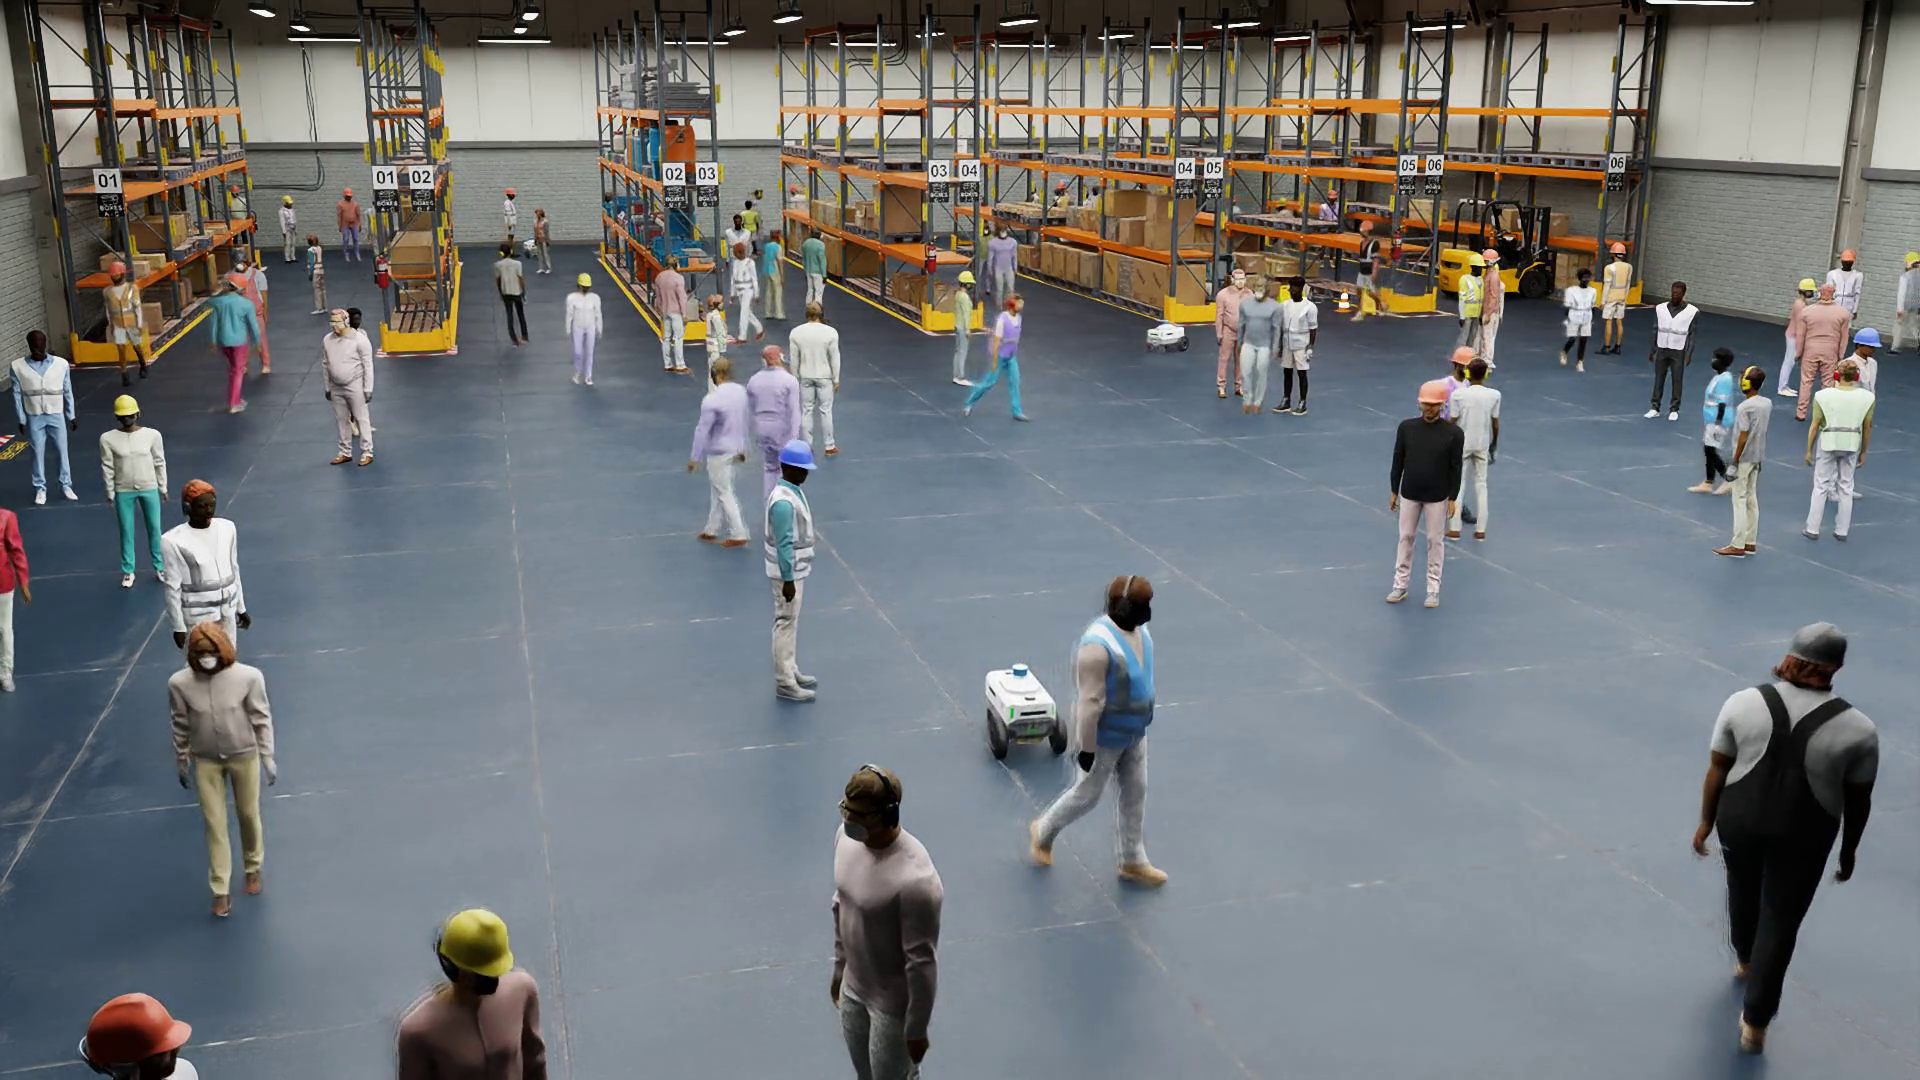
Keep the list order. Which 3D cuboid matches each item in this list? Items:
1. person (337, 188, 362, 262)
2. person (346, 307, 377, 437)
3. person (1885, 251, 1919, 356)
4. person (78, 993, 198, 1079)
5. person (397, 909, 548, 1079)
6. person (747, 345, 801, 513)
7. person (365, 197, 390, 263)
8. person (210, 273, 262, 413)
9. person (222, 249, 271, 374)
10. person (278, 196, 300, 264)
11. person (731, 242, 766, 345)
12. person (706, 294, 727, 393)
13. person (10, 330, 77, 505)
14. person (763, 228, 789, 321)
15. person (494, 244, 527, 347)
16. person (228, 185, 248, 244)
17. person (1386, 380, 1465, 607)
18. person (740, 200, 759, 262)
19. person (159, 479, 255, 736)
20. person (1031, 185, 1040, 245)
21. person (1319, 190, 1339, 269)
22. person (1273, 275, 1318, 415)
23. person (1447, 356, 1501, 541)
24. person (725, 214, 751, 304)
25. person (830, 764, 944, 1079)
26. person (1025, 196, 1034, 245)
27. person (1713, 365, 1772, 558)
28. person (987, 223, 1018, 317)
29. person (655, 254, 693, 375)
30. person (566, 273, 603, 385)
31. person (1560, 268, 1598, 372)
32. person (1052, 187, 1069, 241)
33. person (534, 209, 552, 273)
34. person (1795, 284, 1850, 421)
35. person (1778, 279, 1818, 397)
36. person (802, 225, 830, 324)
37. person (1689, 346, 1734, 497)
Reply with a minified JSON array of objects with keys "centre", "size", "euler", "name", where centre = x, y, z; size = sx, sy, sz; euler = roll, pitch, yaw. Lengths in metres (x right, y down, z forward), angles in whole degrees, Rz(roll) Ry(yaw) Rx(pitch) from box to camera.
[{"centre":[-16.641,-8.591,45.372],"size":[0.619,1.985,0.419],"euler":[-9,17,-30],"name":"person"},{"centre":[-7.971,-2.226,21.966],"size":[0.321,1.699,0.537],"euler":[4,15,15],"name":"person"},{"centre":[16.315,-4.031,28.531],"size":[0.594,1.815,0.607],"euler":[-4,15,-16],"name":"person"},{"centre":[-2.482,2.208,5.169],"size":[0.319,1.755,0.572],"euler":[2,15,9],"name":"person"},{"centre":[-1.718,2.043,5.821],"size":[0.534,1.734,0.654],"euler":[-14,20,-42],"name":"person"},{"centre":[-1.915,-1.094,17.384],"size":[0.698,1.870,0.468],"euler":[9,17,29],"name":"person"},{"centre":[-15.154,-8.015,43.345],"size":[0.609,1.915,0.849],"euler":[-5,16,-18],"name":"person"},{"centre":[-10.293,-2.801,23.648],"size":[0.638,1.944,0.671],"euler":[3,15,12],"name":"person"},{"centre":[-11.502,-3.684,26.800],"size":[0.679,2.000,0.536],"euler":[-3,15,-10],"name":"person"},{"centre":[-18.052,-8.343,44.761],"size":[0.420,1.823,0.599],"euler":[3,15,12],"name":"person"},{"centre":[-3.863,-4.494,30.270],"size":[0.602,1.835,0.906],"euler":[13,20,40],"name":"person"},{"centre":[-3.495,-2.712,23.912],"size":[0.307,1.641,0.514],"euler":[-7,16,-23],"name":"person"},{"centre":[-10.067,-1.363,18.314],"size":[0.587,1.913,0.394],"euler":[-10,18,-33],"name":"person"},{"centre":[-3.725,-5.302,33.269],"size":[0.373,1.840,0.570],"euler":[-12,19,-39],"name":"person"},{"centre":[-8.091,-4.440,30.084],"size":[0.552,1.811,0.942],"euler":[-2,15,-7],"name":"person"},{"centre":[-20.307,-8.963,46.770],"size":[0.608,1.986,0.396],"euler":[-4,15,-14],"name":"person"},{"centre":[4.062,-0.407,14.553],"size":[0.612,1.997,0.376],"euler":[8,17,28],"name":"person"},{"centre":[-5.737,-8.449,45.465],"size":[0.539,1.658,0.863],"euler":[-6,16,-21],"name":"person"},{"centre":[-5.109,0.510,11.317],"size":[0.337,1.882,0.585],"euler":[8,17,27],"name":"person"},{"centre":[2.145,-9.457,48.711],"size":[0.393,1.943,0.602],"euler":[-1,15,-5],"name":"person"},{"centre":[9.671,-8.101,43.415],"size":[0.611,2.042,0.394],"euler":[-1,15,-4],"name":"person"},{"centre":[4.722,-2.739,23.387],"size":[0.367,1.964,0.609],"euler":[-13,19,-39],"name":"person"},{"centre":[5.147,-0.914,16.720],"size":[0.504,1.865,0.331],"euler":[2,15,9],"name":"person"},{"centre":[-4.817,-6.108,36.158],"size":[0.587,1.919,0.392],"euler":[-4,15,-14],"name":"person"},{"centre":[-0.298,1.771,6.494],"size":[0.365,1.932,0.631],"euler":[-9,17,-31],"name":"person"},{"centre":[2.007,-9.106,47.982],"size":[0.265,1.632,0.507],"euler":[2,15,8],"name":"person"},{"centre":[7.614,-0.758,16.126],"size":[0.532,1.864,0.312],"euler":[-11,18,-35],"name":"person"},{"centre":[0.867,-5.421,33.563],"size":[0.649,1.919,0.448],"euler":[-3,15,-13],"name":"person"},{"centre":[-4.623,-3.642,26.837],"size":[0.629,1.940,0.373],"euler":[11,18,35],"name":"person"},{"centre":[-5.808,-3.262,25.771],"size":[0.546,1.743,0.412],"euler":[-7,16,-24],"name":"person"},{"centre":[10.094,-3.593,27.121],"size":[0.548,1.686,0.449],"euler":[-1,15,-4],"name":"person"},{"centre":[2.994,-9.507,49.160],"size":[0.678,1.814,0.572],"euler":[-11,18,-36],"name":"person"},{"centre":[-10.648,-7.613,42.372],"size":[0.515,1.631,0.314],"euler":[11,18,35],"name":"person"},{"centre":[11.821,-2.563,22.852],"size":[0.639,1.903,0.409],"euler":[7,16,25],"name":"person"},{"centre":[12.546,-3.031,24.892],"size":[0.359,1.757,0.524],"euler":[7,16,25],"name":"person"},{"centre":[-2.857,-5.253,32.903],"size":[0.349,1.935,0.635],"euler":[-14,20,-42],"name":"person"},{"centre":[8.488,-1.322,18.607],"size":[0.384,1.689,0.587],"euler":[5,16,17],"name":"person"}]
